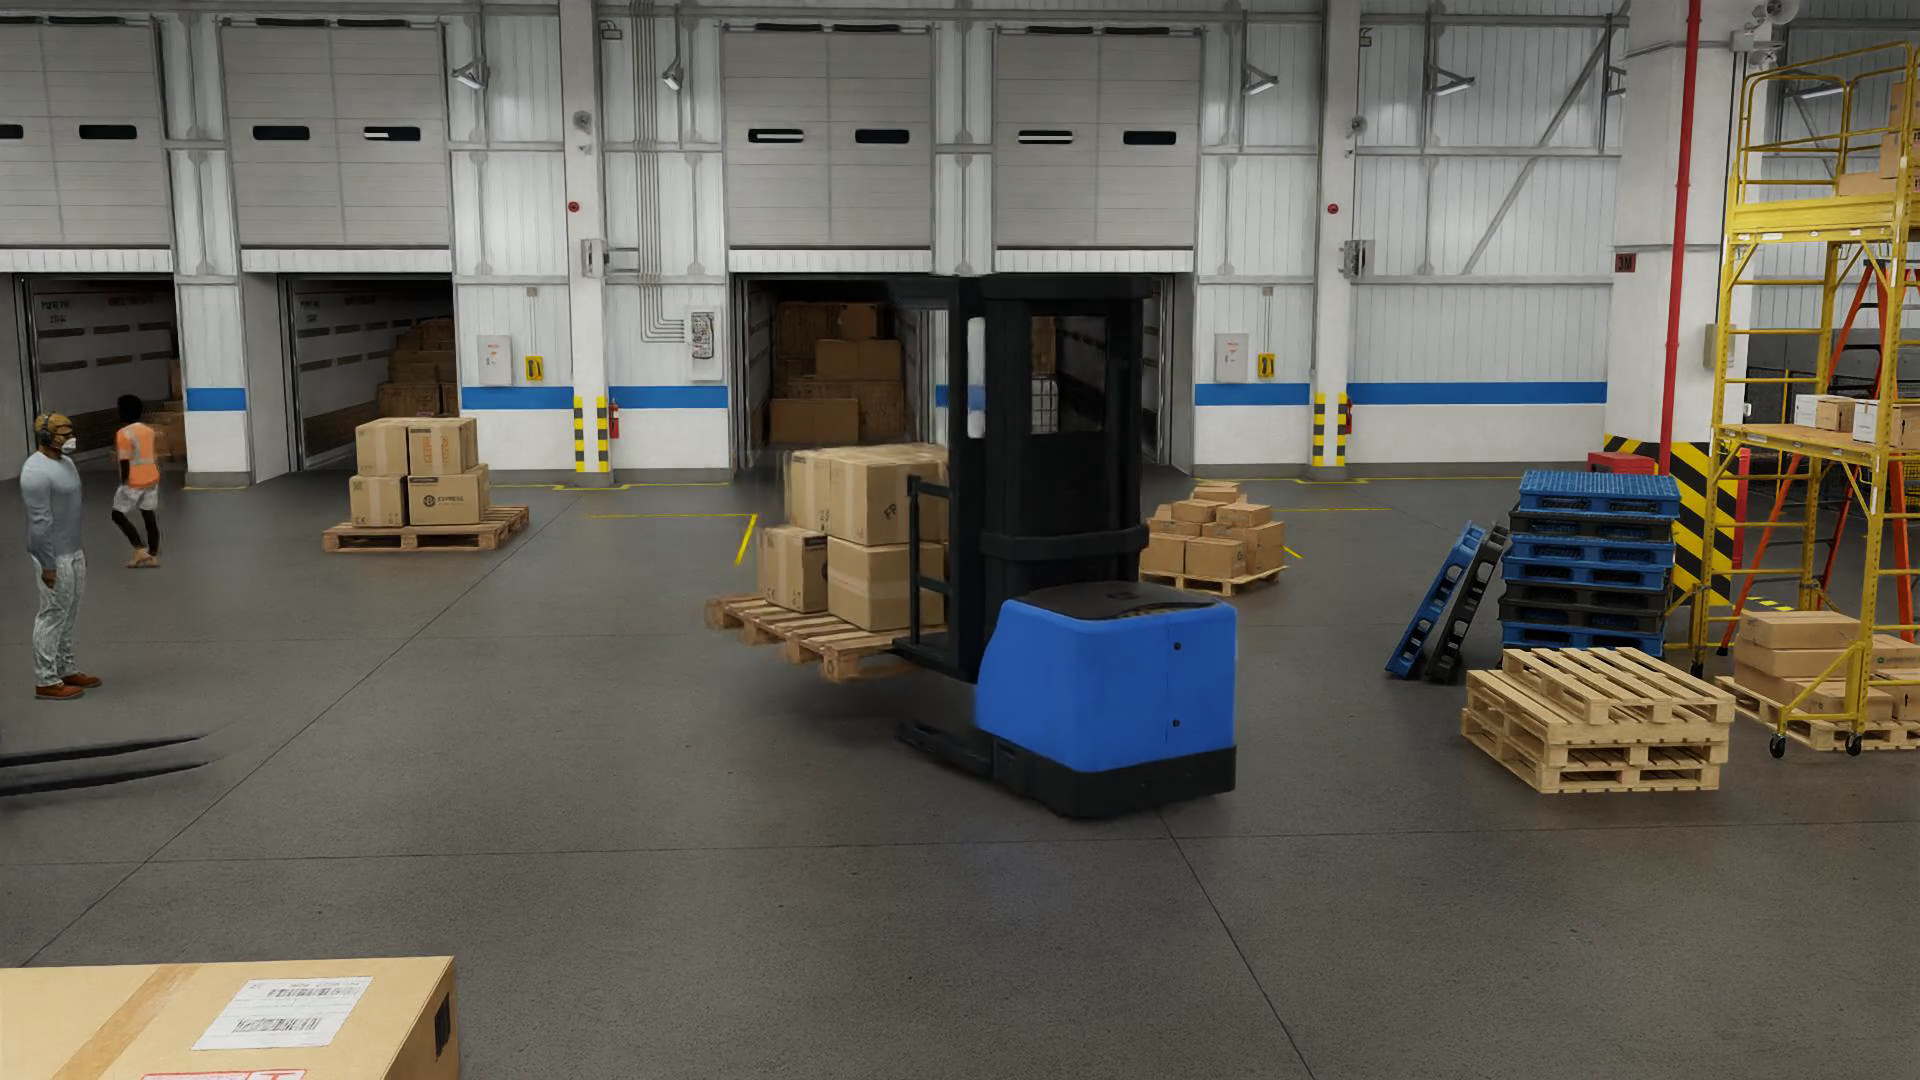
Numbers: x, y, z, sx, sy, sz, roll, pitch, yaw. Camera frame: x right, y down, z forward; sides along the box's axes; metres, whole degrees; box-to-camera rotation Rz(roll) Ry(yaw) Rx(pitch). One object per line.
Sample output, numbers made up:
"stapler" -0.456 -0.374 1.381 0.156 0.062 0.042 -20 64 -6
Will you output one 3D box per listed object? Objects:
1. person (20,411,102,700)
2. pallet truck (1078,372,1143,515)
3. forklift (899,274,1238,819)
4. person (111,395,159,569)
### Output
"person" -6.020 0.102 11.104 0.355 1.929 0.627 -2 9 -10
"pallet truck" 2.088 -0.836 16.757 1.885 1.965 0.823 2 9 13
"forklift" 0.593 -0.076 9.222 1.129 2.768 1.873 -5 11 -31
"person" -7.889 -0.545 15.900 0.395 1.680 0.557 1 9 6
